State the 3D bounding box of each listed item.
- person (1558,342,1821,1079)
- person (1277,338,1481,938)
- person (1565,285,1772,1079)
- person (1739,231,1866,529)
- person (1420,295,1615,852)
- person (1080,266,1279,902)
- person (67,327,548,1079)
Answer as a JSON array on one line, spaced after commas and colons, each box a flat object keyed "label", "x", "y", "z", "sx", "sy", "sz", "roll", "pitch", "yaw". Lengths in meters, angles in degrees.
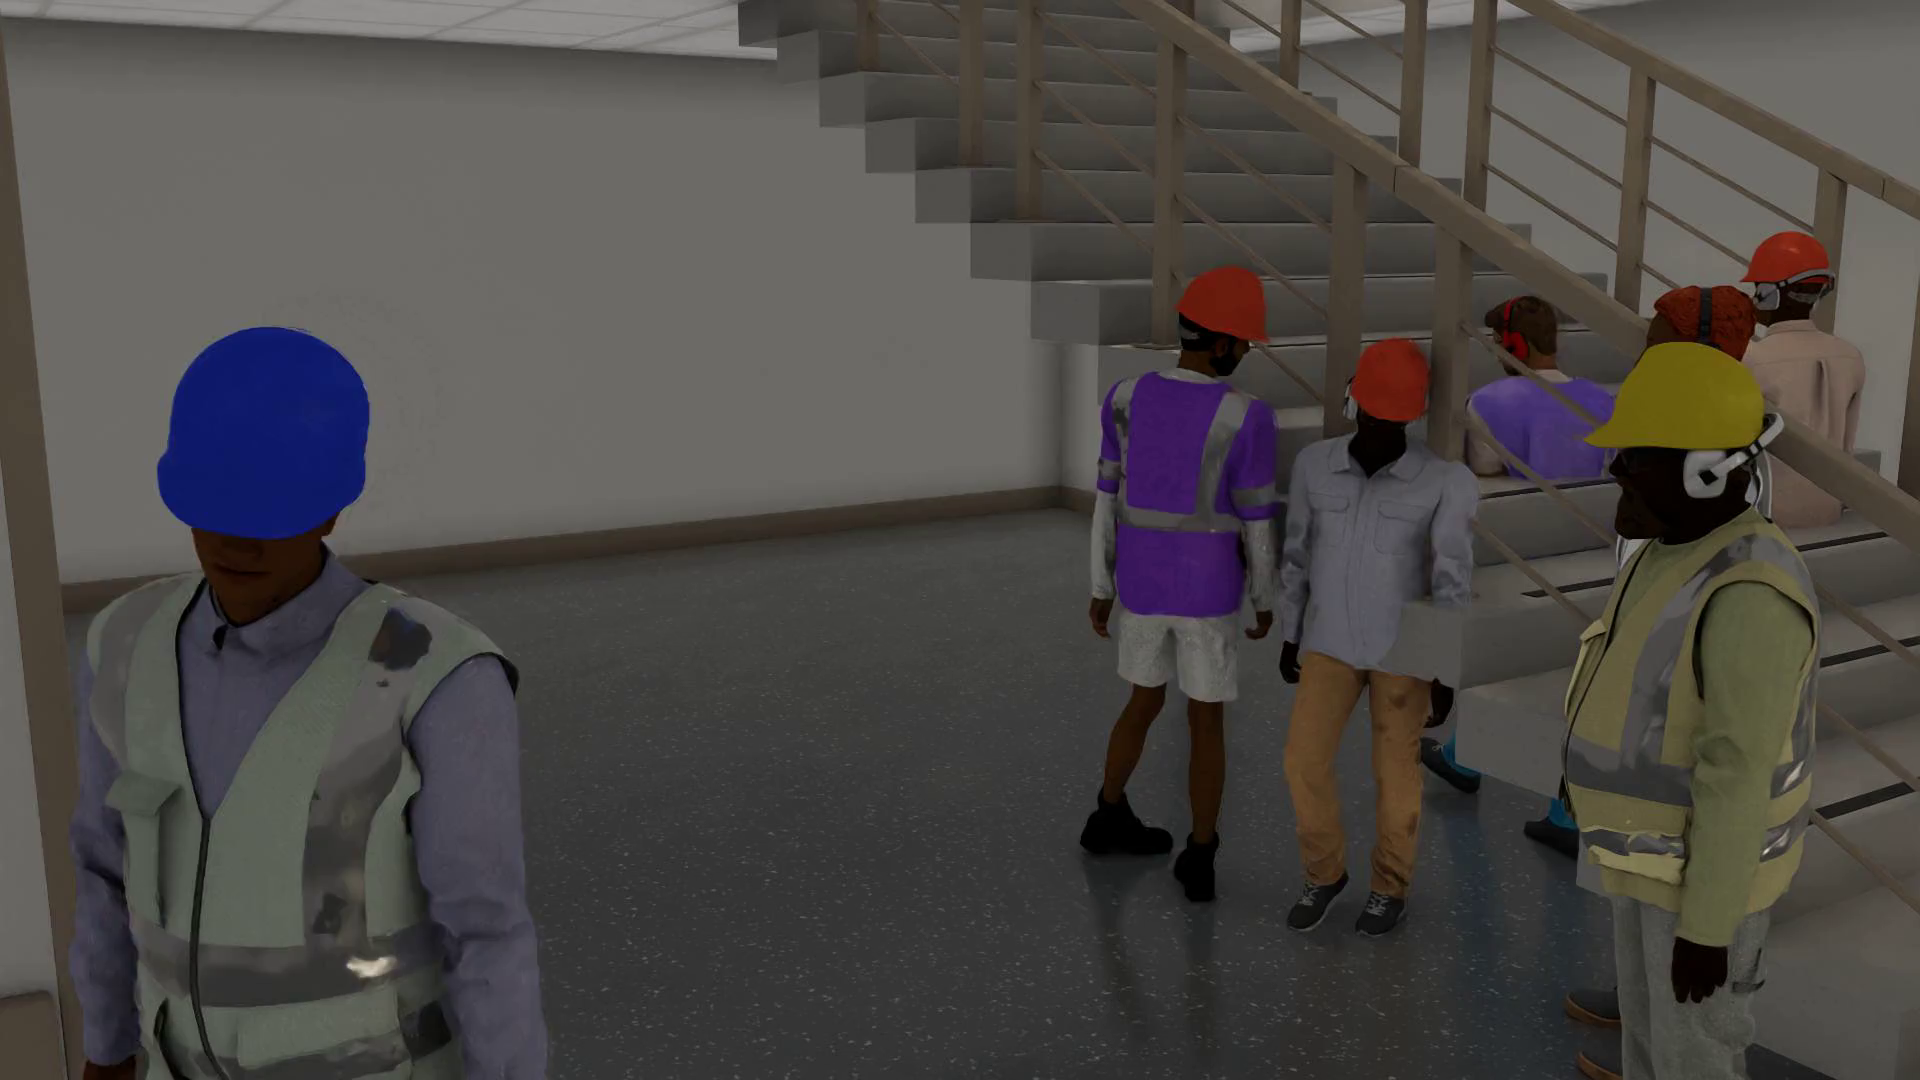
[{"label": "person", "x": 1.282, "y": 0.561, "z": 2.988, "sx": 0.404, "sy": 1.823, "sz": 0.588, "roll": 1, "pitch": 11, "yaw": 7}, {"label": "person", "x": 1.147, "y": 0.292, "z": 4.659, "sx": 0.589, "sy": 1.714, "sz": 0.493, "roll": 7, "pitch": 13, "yaw": 33}, {"label": "person", "x": 1.684, "y": 0.352, "z": 3.914, "sx": 0.354, "sy": 1.881, "sz": 0.576, "roll": 3, "pitch": 11, "yaw": 16}, {"label": "person", "x": 2.792, "y": -0.051, "z": 5.731, "sx": 0.614, "sy": 1.993, "sz": 0.395, "roll": -5, "pitch": 12, "yaw": -23}, {"label": "person", "x": 1.877, "y": 0.089, "z": 5.565, "sx": 0.576, "sy": 1.777, "sz": 0.955, "roll": -3, "pitch": 11, "yaw": -13}, {"label": "person", "x": 0.658, "y": 0.140, "z": 5.001, "sx": 0.642, "sy": 1.901, "sz": 0.446, "roll": 7, "pitch": 13, "yaw": 34}, {"label": "person", "x": -0.830, "y": 0.669, "z": 2.193, "sx": 0.711, "sy": 1.917, "sz": 0.674, "roll": 4, "pitch": 11, "yaw": 20}]
